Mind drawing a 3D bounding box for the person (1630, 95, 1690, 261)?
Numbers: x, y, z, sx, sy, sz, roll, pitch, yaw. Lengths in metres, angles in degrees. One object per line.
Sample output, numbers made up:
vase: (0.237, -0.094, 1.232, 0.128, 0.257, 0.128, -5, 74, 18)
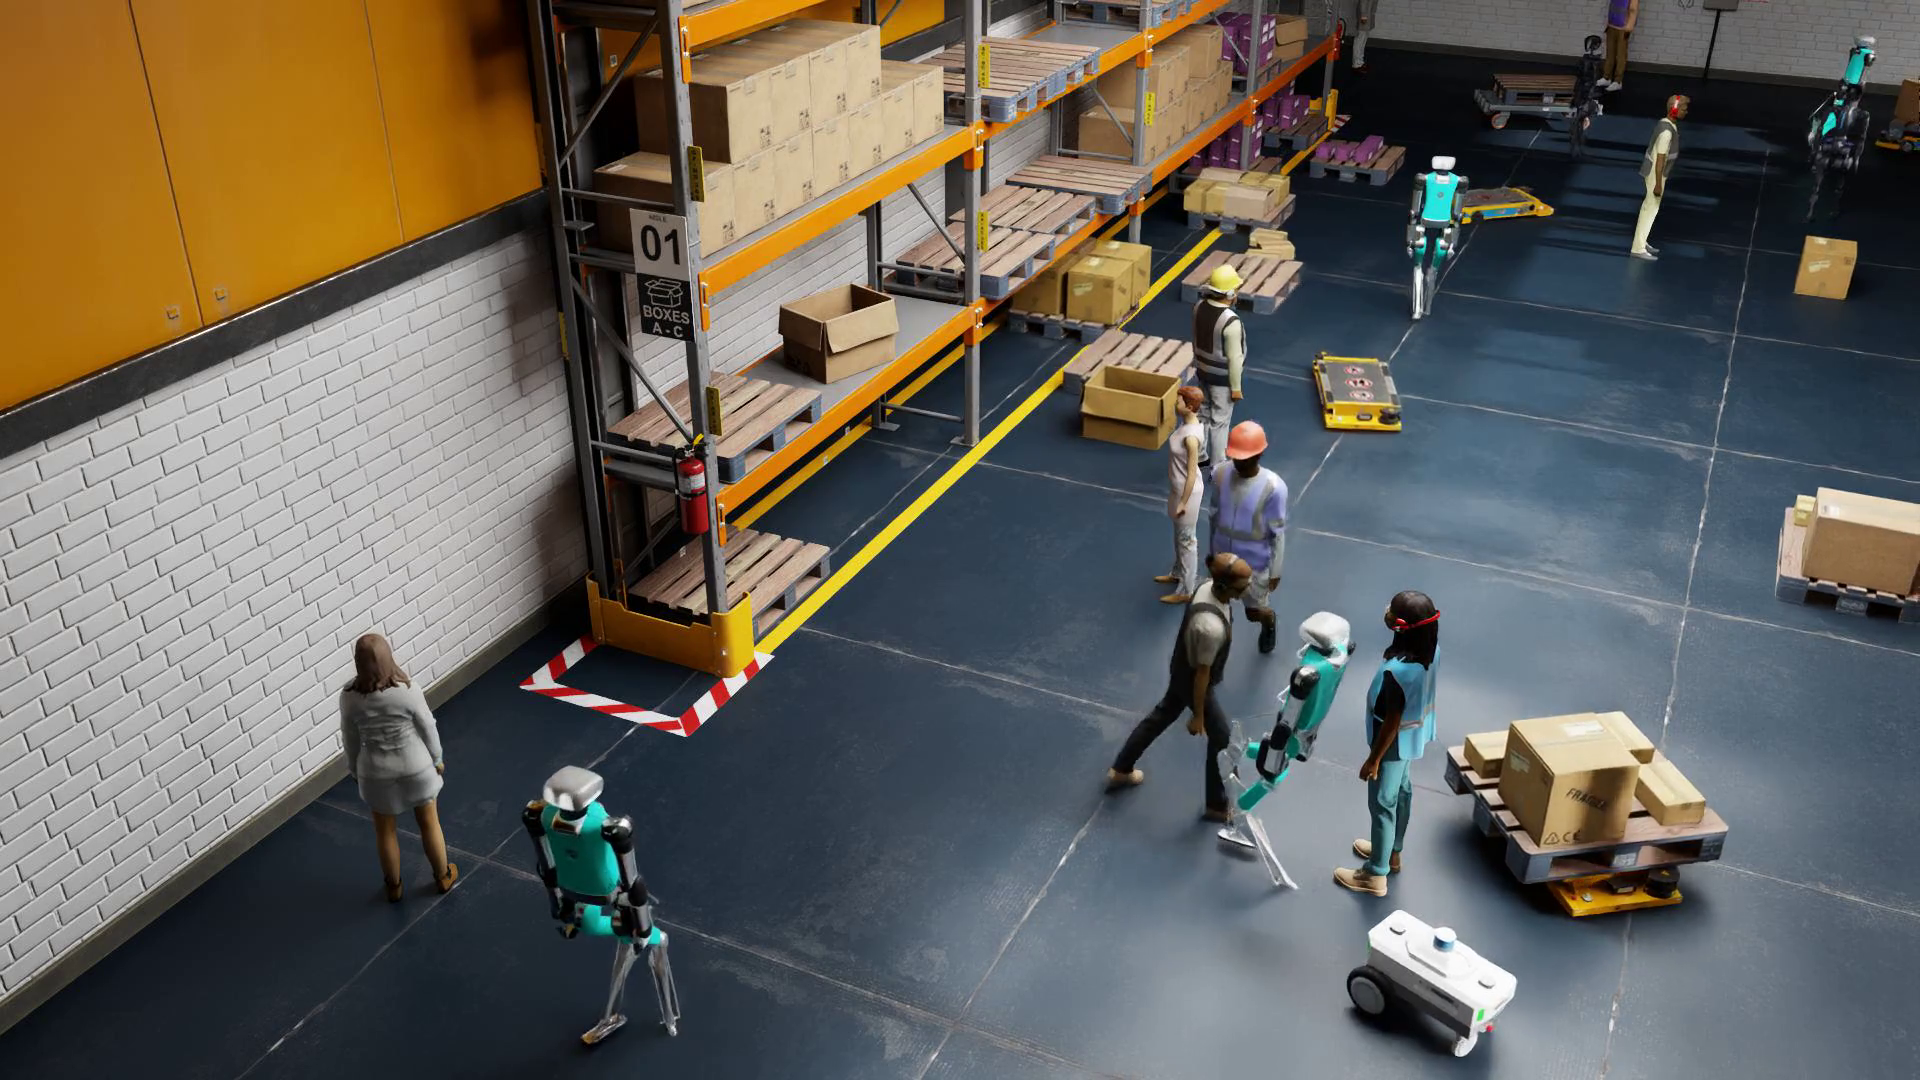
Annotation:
person: (7.799, -4.068, 18.622, 0.379, 1.836, 0.562, 11, 30, 20)

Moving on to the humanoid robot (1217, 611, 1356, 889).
humanoid robot: (1.654, 1.110, 9.187, 0.898, 1.776, 0.530, 21, 35, 33)

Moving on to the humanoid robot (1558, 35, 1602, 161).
humanoid robot: (8.300, -5.868, 22.132, 0.444, 1.643, 0.600, 0, 28, 0)

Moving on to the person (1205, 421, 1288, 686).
person: (1.875, 0.067, 10.873, 0.557, 1.915, 0.779, 20, 34, 33)

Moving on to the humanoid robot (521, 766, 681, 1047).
humanoid robot: (-1.641, 1.716, 8.009, 0.536, 1.784, 0.786, 8, 29, 14)

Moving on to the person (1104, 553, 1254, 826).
person: (1.291, 0.821, 9.609, 0.881, 1.794, 0.546, 2, 28, 3)

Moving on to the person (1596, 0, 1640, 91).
person: (10.220, -7.959, 25.737, 0.417, 1.929, 0.546, -8, 29, -14)

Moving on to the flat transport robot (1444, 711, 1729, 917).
flat transport robot: (3.527, 1.636, 9.695, 0.659, 0.231, 1.431, -5, 29, -9)

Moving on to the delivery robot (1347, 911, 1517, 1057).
delivery robot: (2.388, 2.188, 8.356, 0.520, 0.582, 0.754, -23, 36, -36)

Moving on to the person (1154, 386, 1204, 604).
person: (1.586, -0.335, 11.882, 0.286, 1.661, 0.437, 0, 28, 0)

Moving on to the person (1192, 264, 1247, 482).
person: (2.125, -1.363, 13.605, 0.403, 1.837, 0.588, -14, 31, -23)

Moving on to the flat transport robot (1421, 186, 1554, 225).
flat transport robot: (6.439, -4.081, 20.296, 1.431, 0.231, 0.659, -8, 29, -14)

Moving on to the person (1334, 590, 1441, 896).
person: (2.353, 1.097, 9.013, 0.391, 1.866, 0.518, 18, 33, 30)

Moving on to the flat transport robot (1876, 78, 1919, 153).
flat transport robot: (13.423, -5.427, 22.792, 1.431, 0.231, 0.659, 22, 35, 35)

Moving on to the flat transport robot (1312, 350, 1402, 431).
flat transport robot: (3.634, -1.375, 15.277, 0.659, 0.231, 1.431, 3, 28, 5)

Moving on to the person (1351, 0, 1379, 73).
person: (6.573, -8.503, 26.851, 0.367, 1.833, 0.503, 14, 31, 24)

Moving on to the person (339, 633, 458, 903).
person: (-3.046, 1.222, 8.991, 0.495, 1.661, 0.335, -7, 29, -12)

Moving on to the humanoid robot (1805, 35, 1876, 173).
humanoid robot: (11.372, -5.670, 21.680, 0.712, 1.762, 0.562, 2, 28, 3)

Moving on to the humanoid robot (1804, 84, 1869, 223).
humanoid robot: (10.467, -4.630, 19.882, 0.590, 1.626, 0.783, 22, 35, 35)

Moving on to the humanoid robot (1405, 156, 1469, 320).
humanoid robot: (4.781, -3.052, 16.909, 0.532, 1.856, 0.749, 5, 29, 10)
